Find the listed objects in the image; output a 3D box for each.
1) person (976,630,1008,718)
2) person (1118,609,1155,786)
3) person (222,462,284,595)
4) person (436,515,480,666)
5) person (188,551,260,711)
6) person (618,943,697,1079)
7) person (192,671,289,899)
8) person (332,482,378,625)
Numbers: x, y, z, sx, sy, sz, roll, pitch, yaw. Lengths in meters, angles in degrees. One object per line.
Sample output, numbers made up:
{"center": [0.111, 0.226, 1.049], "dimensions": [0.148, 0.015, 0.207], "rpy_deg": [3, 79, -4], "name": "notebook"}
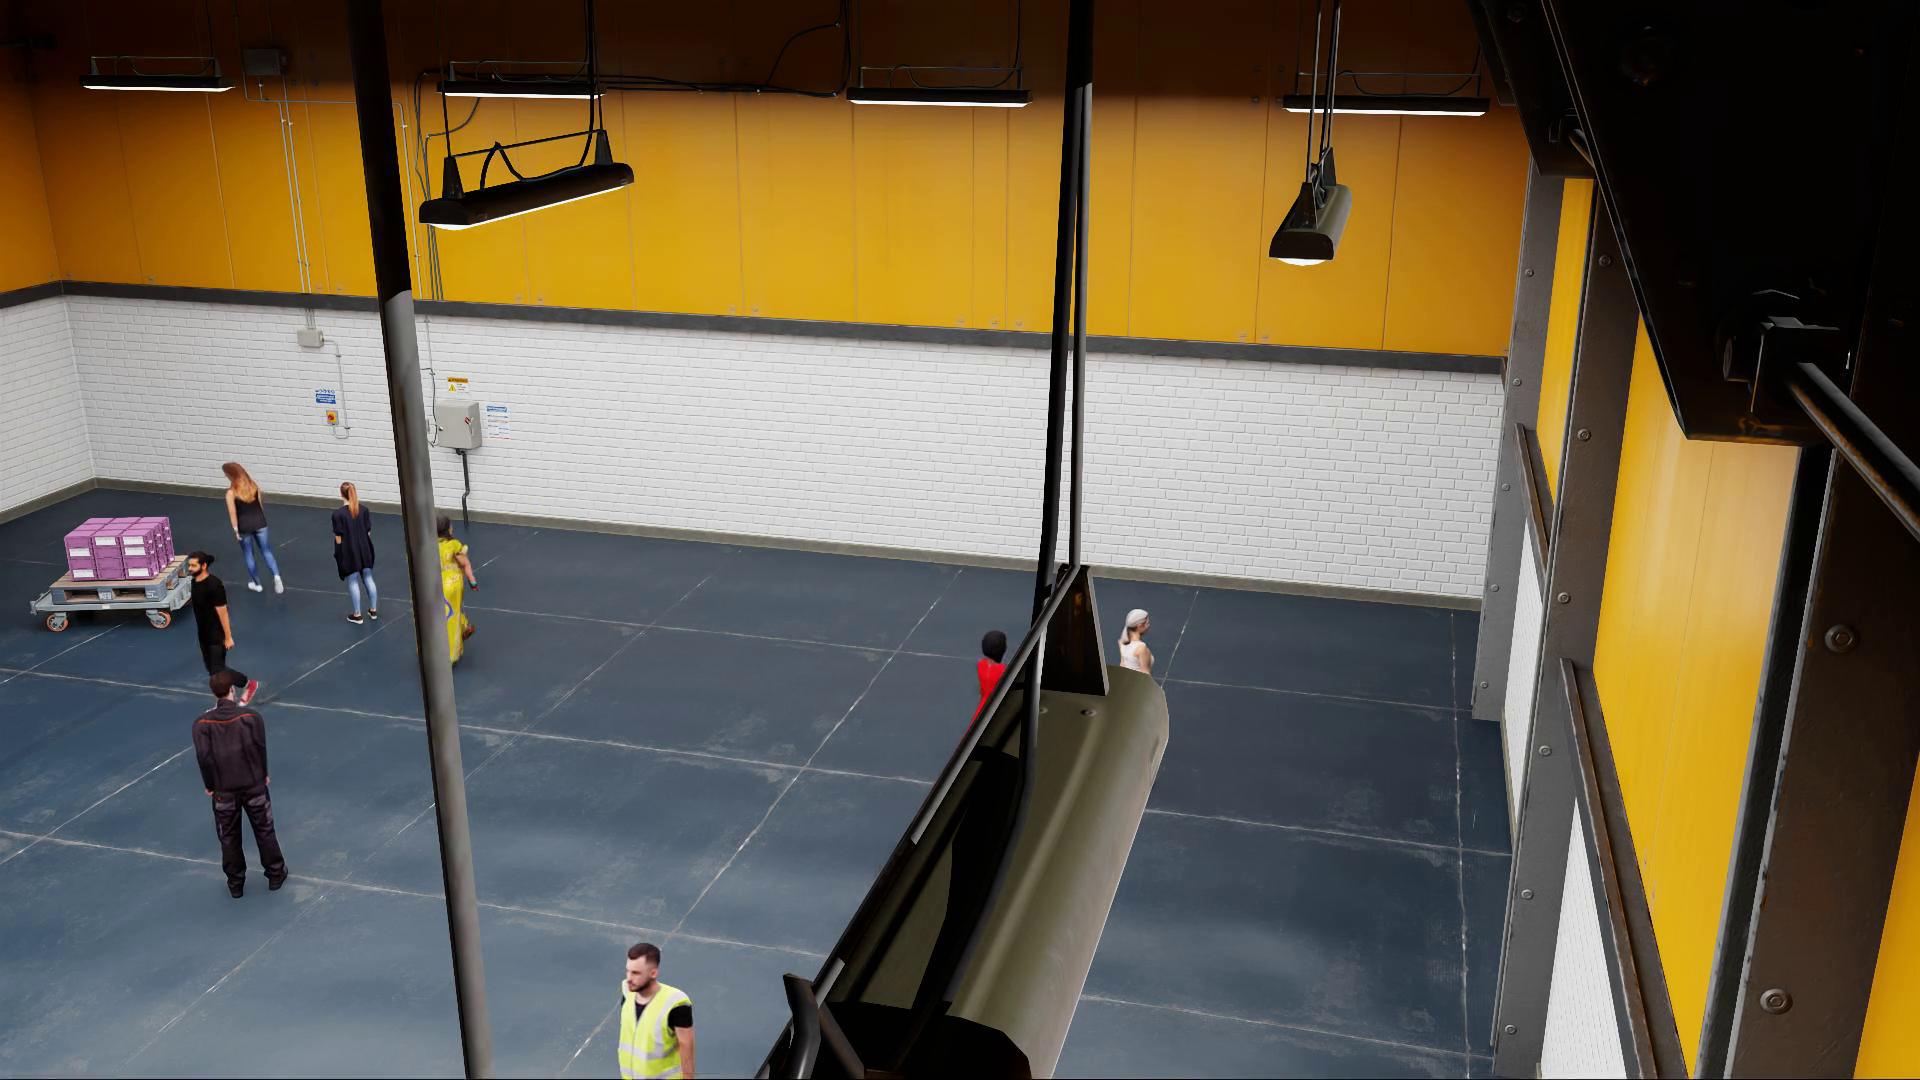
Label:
{"center": [0.259, 1.648, 14.630], "dimensions": [0.827, 1.726, 0.977], "rpy_deg": [16, 24, 39], "name": "person"}
{"center": [1.577, 1.442, 15.272], "dimensions": [0.737, 1.707, 0.672], "rpy_deg": [-10, 21, -27], "name": "person"}
{"center": [-8.460, -0.115, 19.937], "dimensions": [0.998, 1.680, 0.965], "rpy_deg": [-15, 24, -38], "name": "person"}
{"center": [-5.571, 0.580, 17.974], "dimensions": [0.833, 1.616, 1.202], "rpy_deg": [6, 20, 18], "name": "person"}
{"center": [-7.442, 0.919, 16.762], "dimensions": [0.792, 1.748, 0.879], "rpy_deg": [15, 24, 38], "name": "person"}
{"center": [-1.767, 3.183, 9.922], "dimensions": [0.900, 1.823, 1.153], "rpy_deg": [12, 22, 31], "name": "person"}
{"center": [-5.817, 1.960, 13.415], "dimensions": [0.784, 1.910, 0.796], "rpy_deg": [-6, 20, -17], "name": "person"}
{"center": [-6.976, 0.133, 19.195], "dimensions": [0.668, 1.684, 0.777], "rpy_deg": [-17, 25, -41], "name": "person"}
